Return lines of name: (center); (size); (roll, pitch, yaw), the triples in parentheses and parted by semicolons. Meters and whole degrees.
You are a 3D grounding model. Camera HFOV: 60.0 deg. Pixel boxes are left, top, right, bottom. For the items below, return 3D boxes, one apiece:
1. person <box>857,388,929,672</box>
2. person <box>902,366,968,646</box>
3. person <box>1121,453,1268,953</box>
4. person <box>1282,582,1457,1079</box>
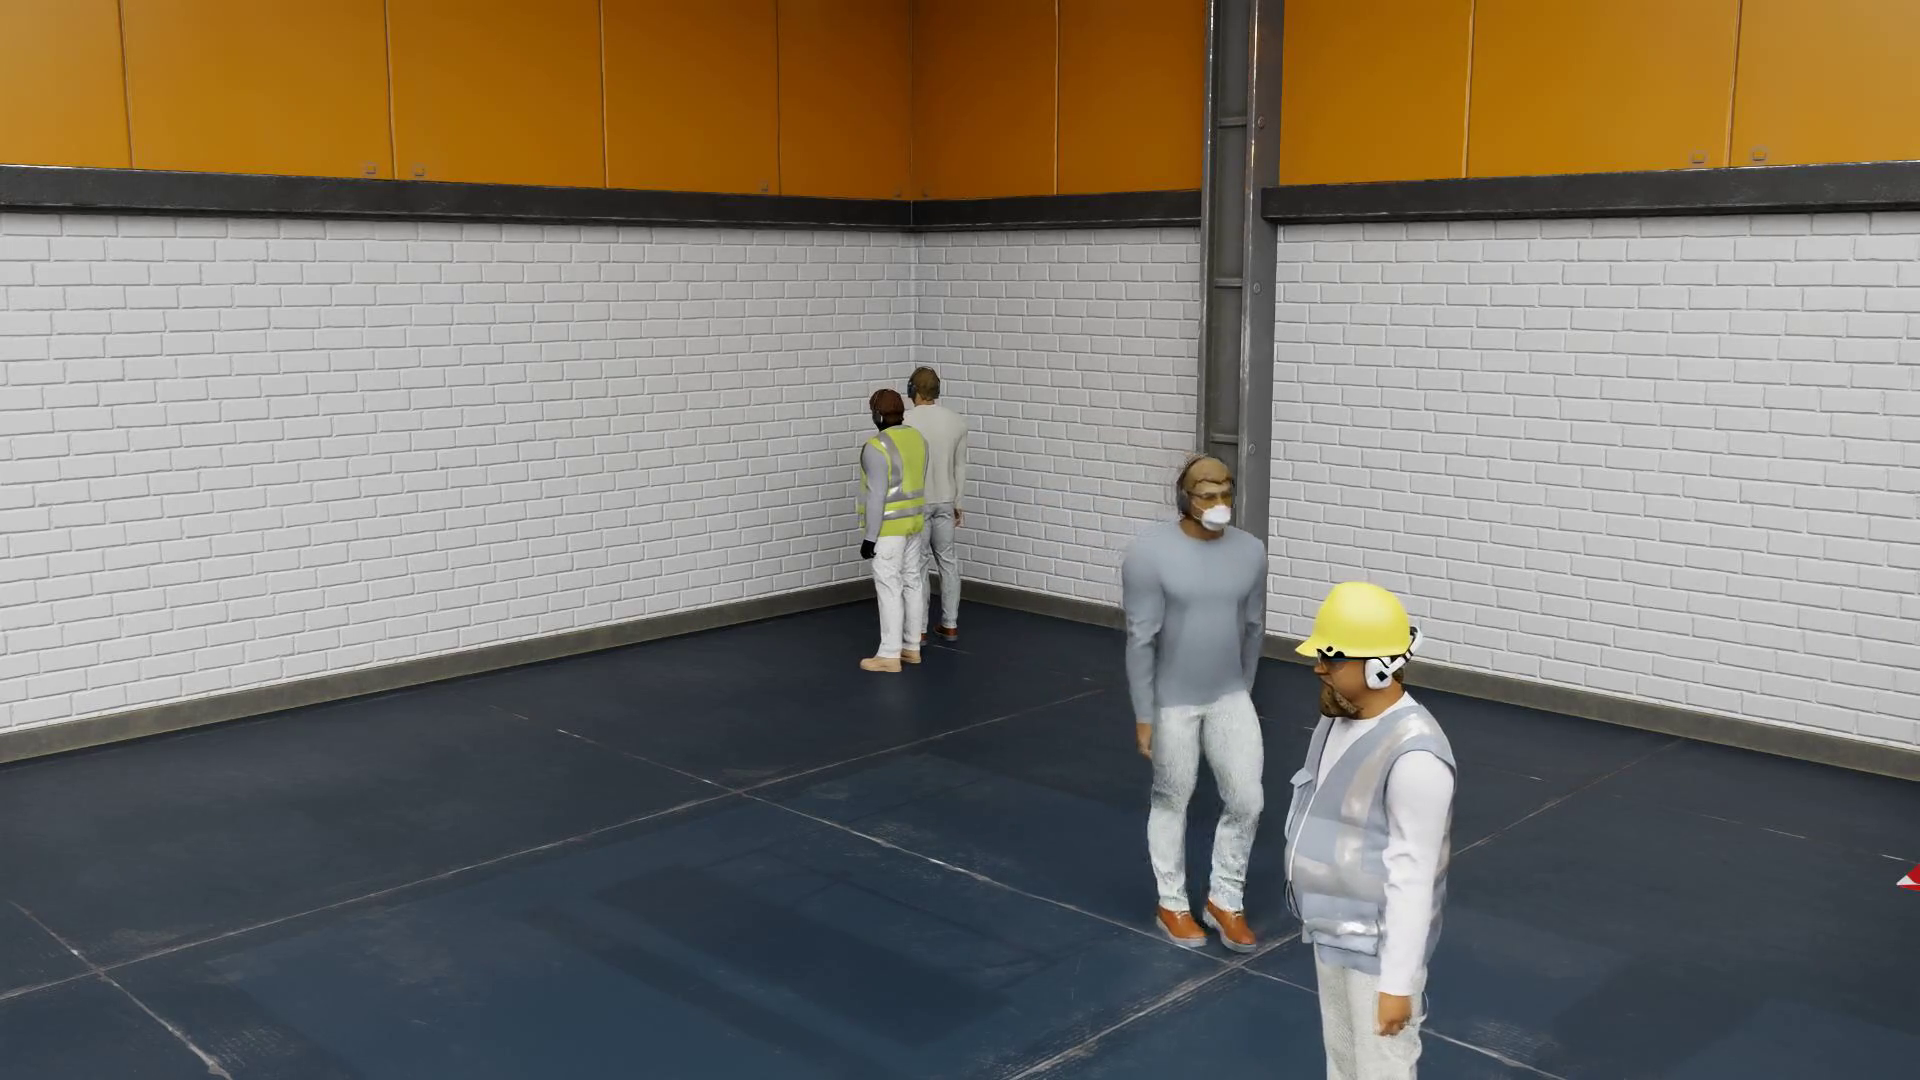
person: (-0.452, -0.063, 10.818); (0.430, 1.841, 0.624); (6, 11, 31)
person: (-0.237, -0.234, 11.561); (0.629, 1.940, 0.379); (-5, 11, -30)
person: (0.916, 0.637, 6.286); (0.638, 1.919, 0.605); (-3, 10, -17)
person: (1.036, 1.008, 4.302); (0.403, 1.826, 0.595); (-2, 9, -9)
